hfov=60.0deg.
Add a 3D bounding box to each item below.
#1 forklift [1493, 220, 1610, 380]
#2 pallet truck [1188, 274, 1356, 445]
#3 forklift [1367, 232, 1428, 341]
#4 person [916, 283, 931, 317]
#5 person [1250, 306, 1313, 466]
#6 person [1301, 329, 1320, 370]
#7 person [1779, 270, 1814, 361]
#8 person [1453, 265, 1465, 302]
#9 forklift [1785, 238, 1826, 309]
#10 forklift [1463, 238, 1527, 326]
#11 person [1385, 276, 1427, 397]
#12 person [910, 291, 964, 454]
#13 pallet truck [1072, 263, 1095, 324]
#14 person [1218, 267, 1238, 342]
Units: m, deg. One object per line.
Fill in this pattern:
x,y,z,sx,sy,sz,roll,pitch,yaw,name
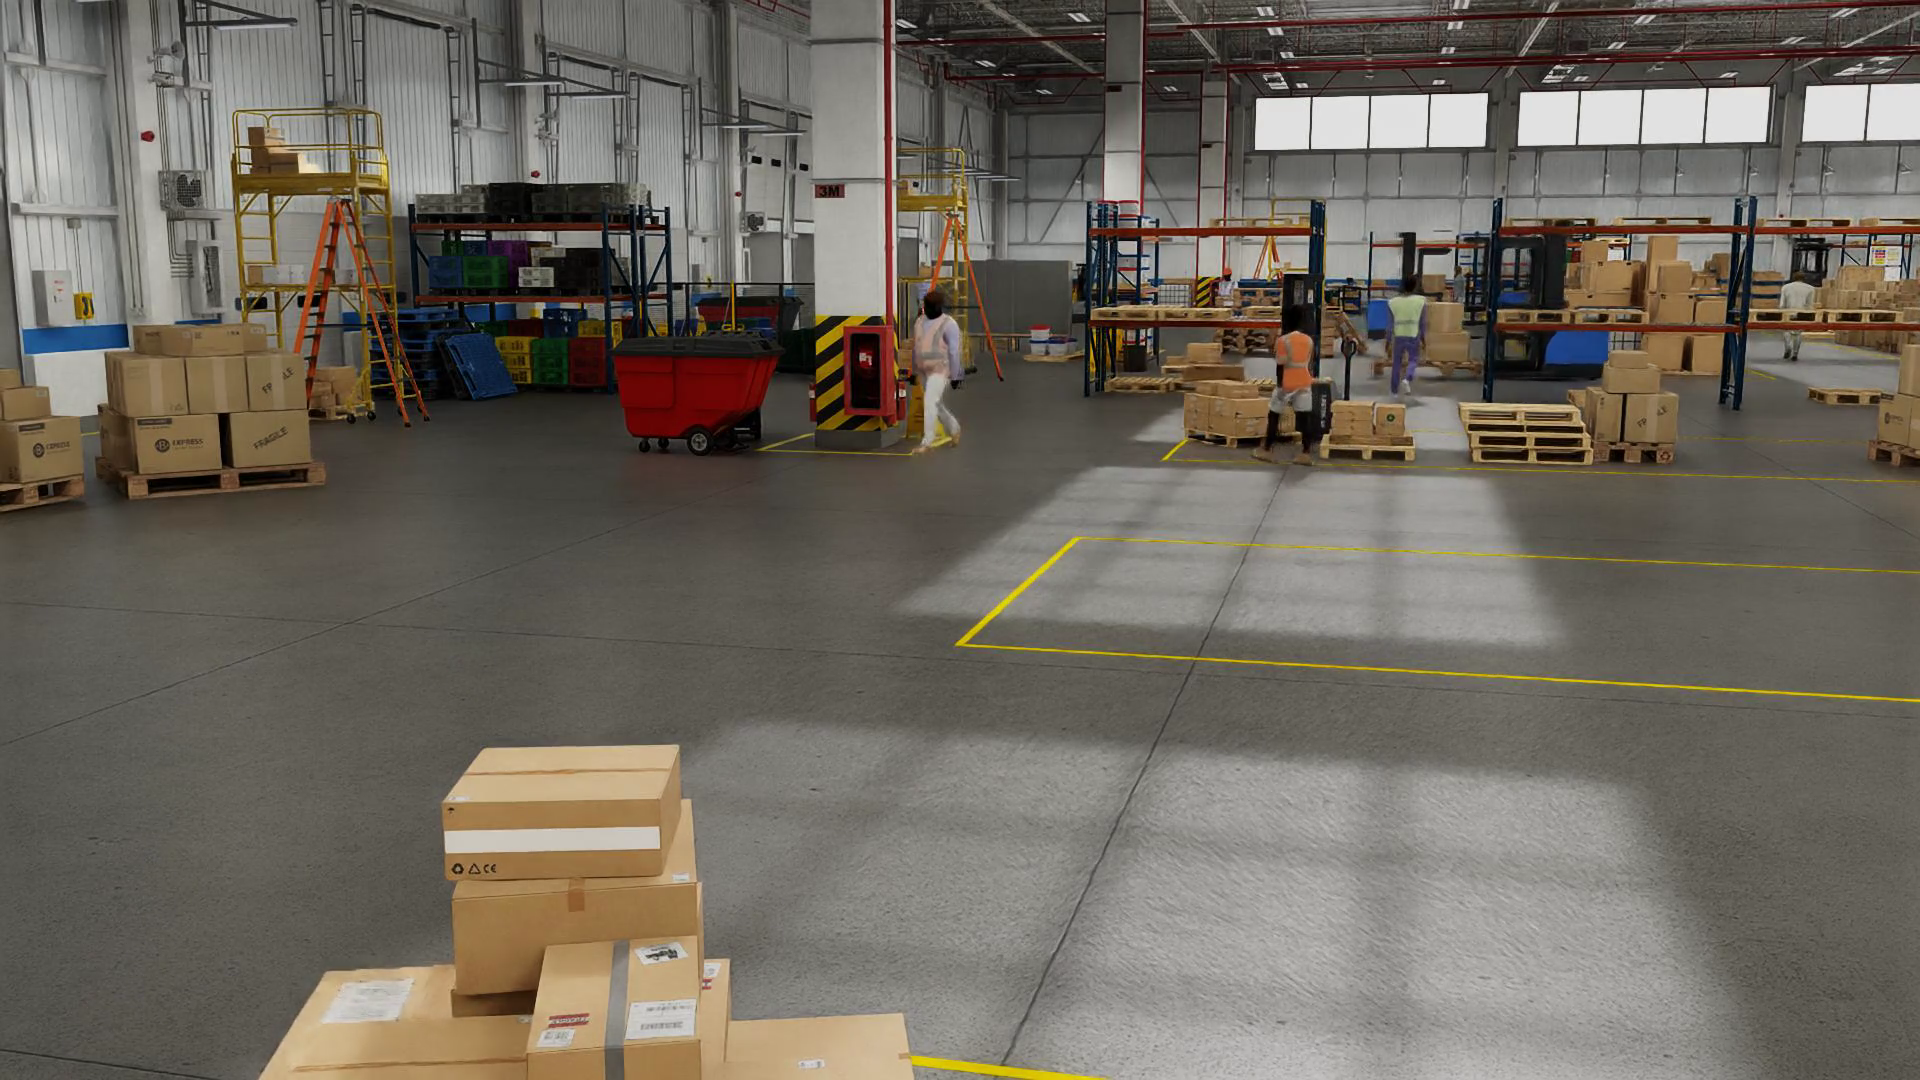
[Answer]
10.560,-4.277,29.584,1.873,2.768,1.129,2,10,14,forklift
3.653,-2.138,19.590,1.885,1.965,0.823,-4,10,-20,pallet truck
11.610,-6.594,43.226,1.873,2.768,1.129,2,10,14,forklift
-1.066,-7.374,50.625,0.544,1.930,0.388,-4,11,-25,person
3.448,-1.627,17.573,0.547,1.661,0.830,-6,11,-30,person
6.787,-4.127,32.066,0.485,1.739,0.320,-8,13,-41,person
17.752,-4.770,35.319,0.657,1.916,0.604,4,10,23,person
15.046,-7.311,50.222,0.359,1.936,0.632,5,11,26,person
28.066,-8.622,55.172,1.129,2.768,1.873,2,10,14,forklift
16.897,-8.150,52.391,1.873,2.768,1.129,2,10,14,forklift
6.915,-3.145,25.810,0.635,1.895,0.630,3,10,16,person
-0.241,-1.883,18.644,0.819,1.815,0.625,-8,13,-41,person
4.325,-8.180,55.162,0.823,1.965,1.885,6,11,31,pallet truck
6.880,-6.057,42.869,0.542,1.927,0.374,7,12,35,person
